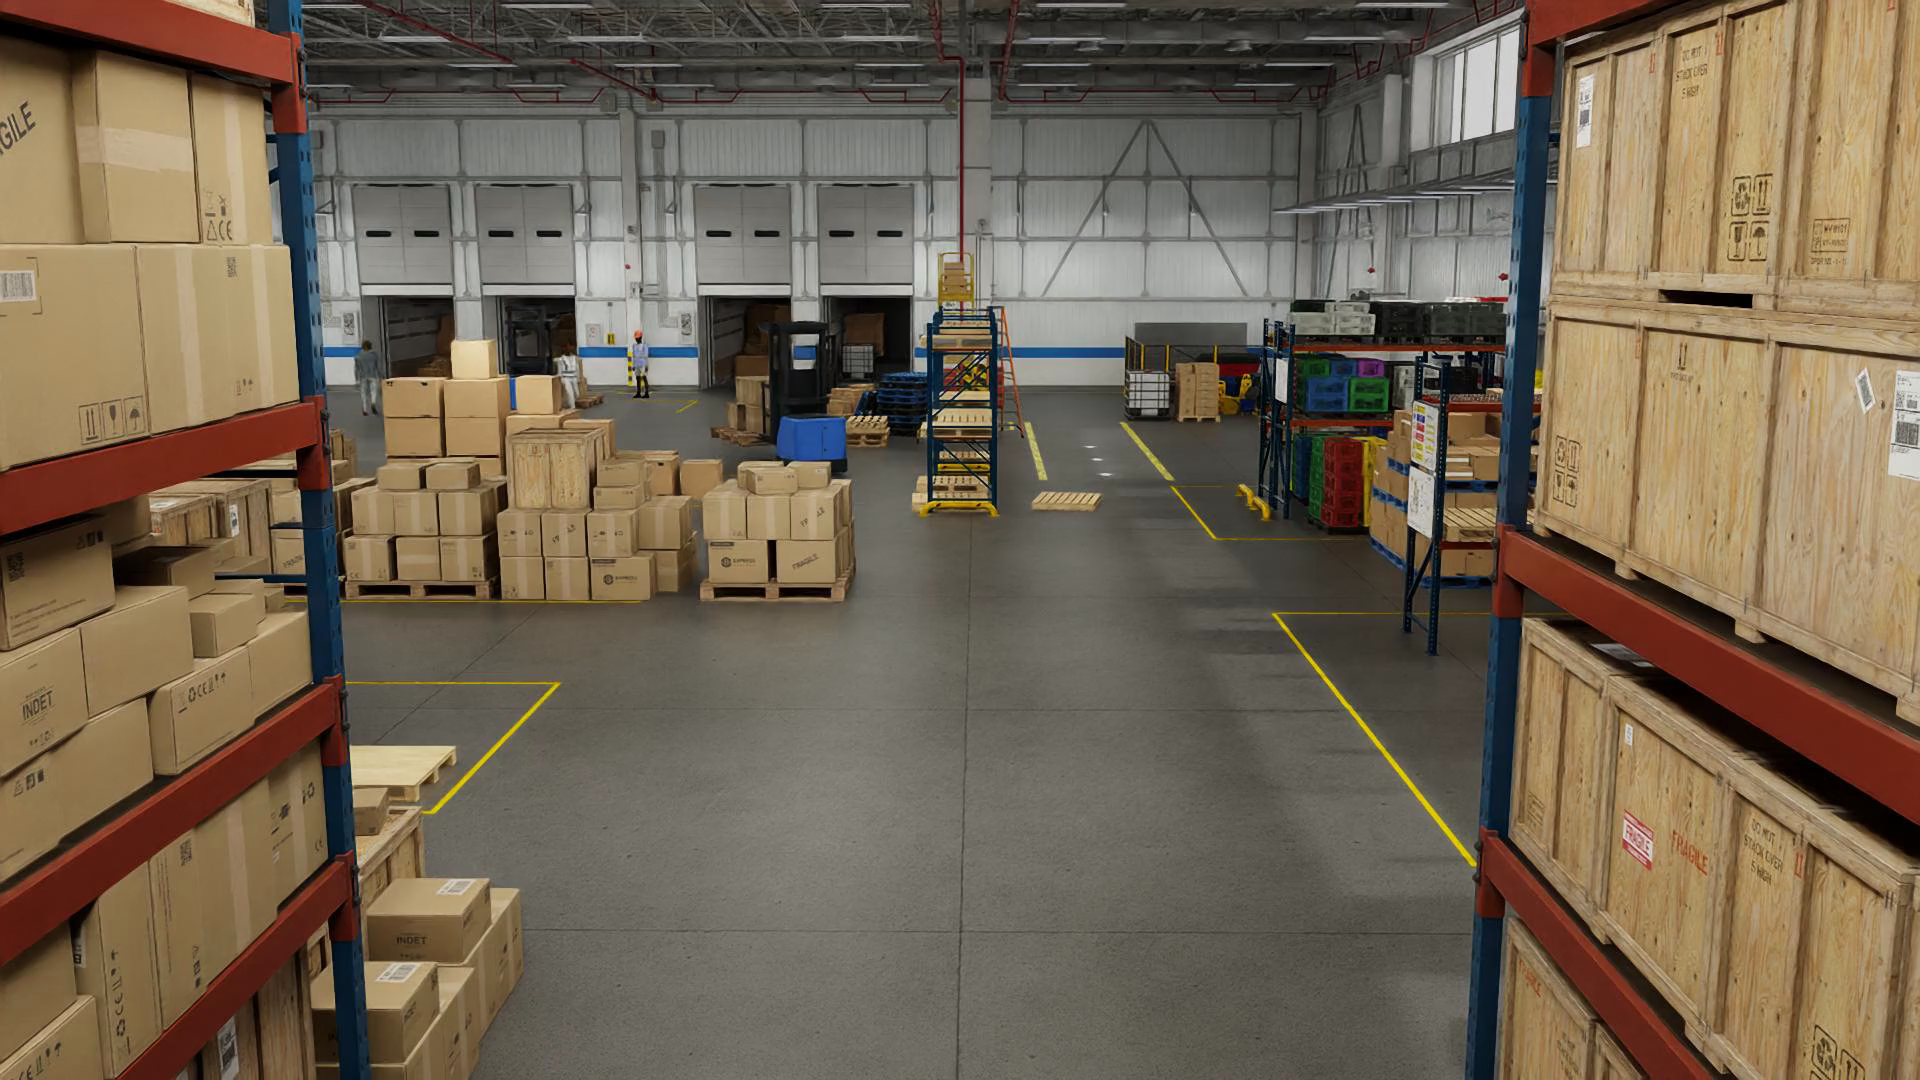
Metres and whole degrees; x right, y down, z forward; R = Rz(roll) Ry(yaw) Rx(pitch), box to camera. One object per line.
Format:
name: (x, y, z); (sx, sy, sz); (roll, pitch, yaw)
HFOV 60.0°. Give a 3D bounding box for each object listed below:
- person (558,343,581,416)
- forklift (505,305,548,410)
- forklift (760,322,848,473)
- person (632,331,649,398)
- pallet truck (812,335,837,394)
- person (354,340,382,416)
person: (-9.851, -4.027, 41.848); (0.565, 1.867, 0.611); (10, 14, 44)
forklift: (-10.736, -4.433, 41.277); (1.129, 2.768, 1.873); (0, 10, 1)
forklift: (-2.942, -2.700, 31.278); (1.129, 2.768, 1.873); (-5, 11, -26)
person: (-9.072, -4.969, 47.131); (0.545, 1.927, 0.390); (5, 11, 28)
pallet truck: (-3.021, -4.312, 43.126); (1.885, 1.965, 0.823); (3, 10, 17)
person: (-14.962, -4.081, 42.025); (0.691, 1.918, 0.515); (-4, 11, -21)
